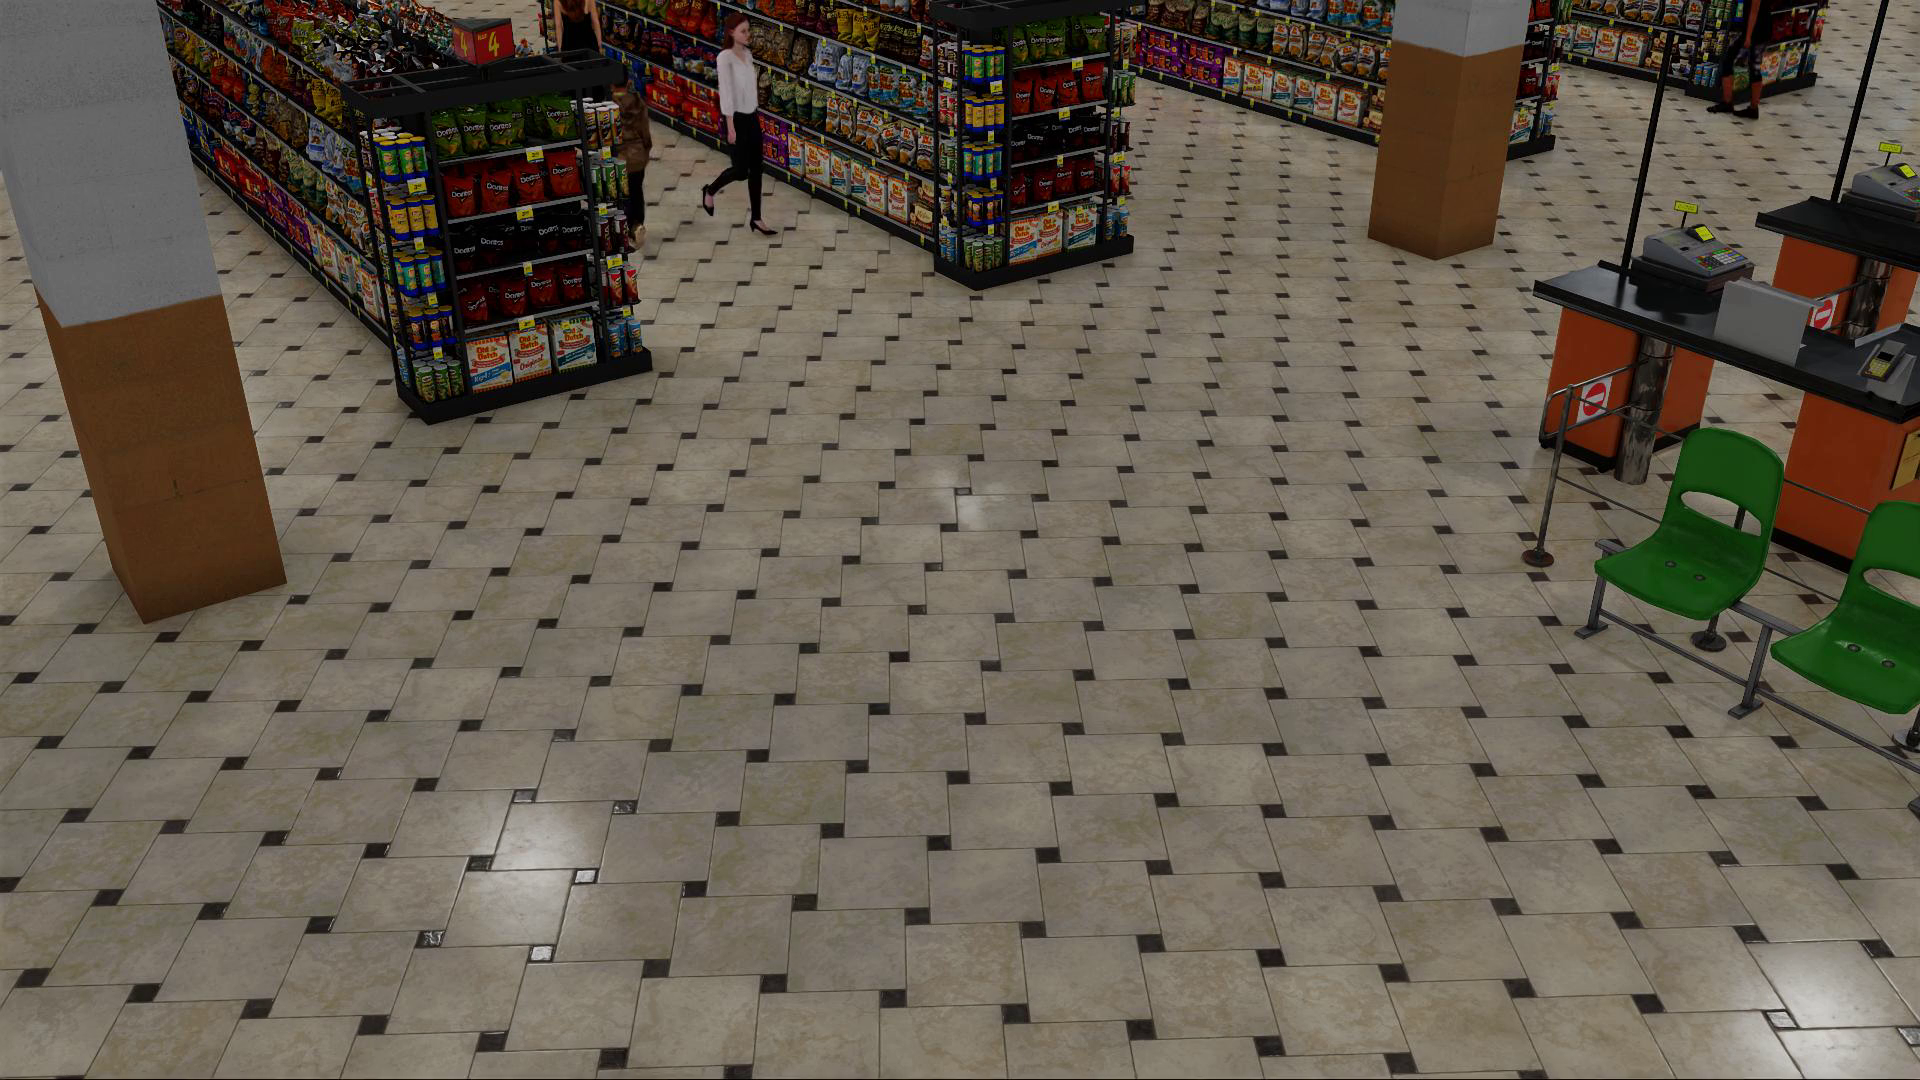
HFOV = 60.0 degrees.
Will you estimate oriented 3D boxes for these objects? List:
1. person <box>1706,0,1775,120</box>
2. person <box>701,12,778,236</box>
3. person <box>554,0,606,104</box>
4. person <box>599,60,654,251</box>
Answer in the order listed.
[{"bbox_3d":[7.858,-4.953,16.284,0.621,1.652,0.720,-22,36,-35],"label":"person"},{"bbox_3d":[-1.786,-3.229,13.027,0.993,1.748,0.865,11,30,19],"label":"person"},{"bbox_3d":[-3.588,-4.611,15.688,0.647,1.624,0.658,-8,30,-14],"label":"person"},{"bbox_3d":[-2.541,-2.935,12.809,0.568,1.440,0.798,-17,33,-28],"label":"person"}]
